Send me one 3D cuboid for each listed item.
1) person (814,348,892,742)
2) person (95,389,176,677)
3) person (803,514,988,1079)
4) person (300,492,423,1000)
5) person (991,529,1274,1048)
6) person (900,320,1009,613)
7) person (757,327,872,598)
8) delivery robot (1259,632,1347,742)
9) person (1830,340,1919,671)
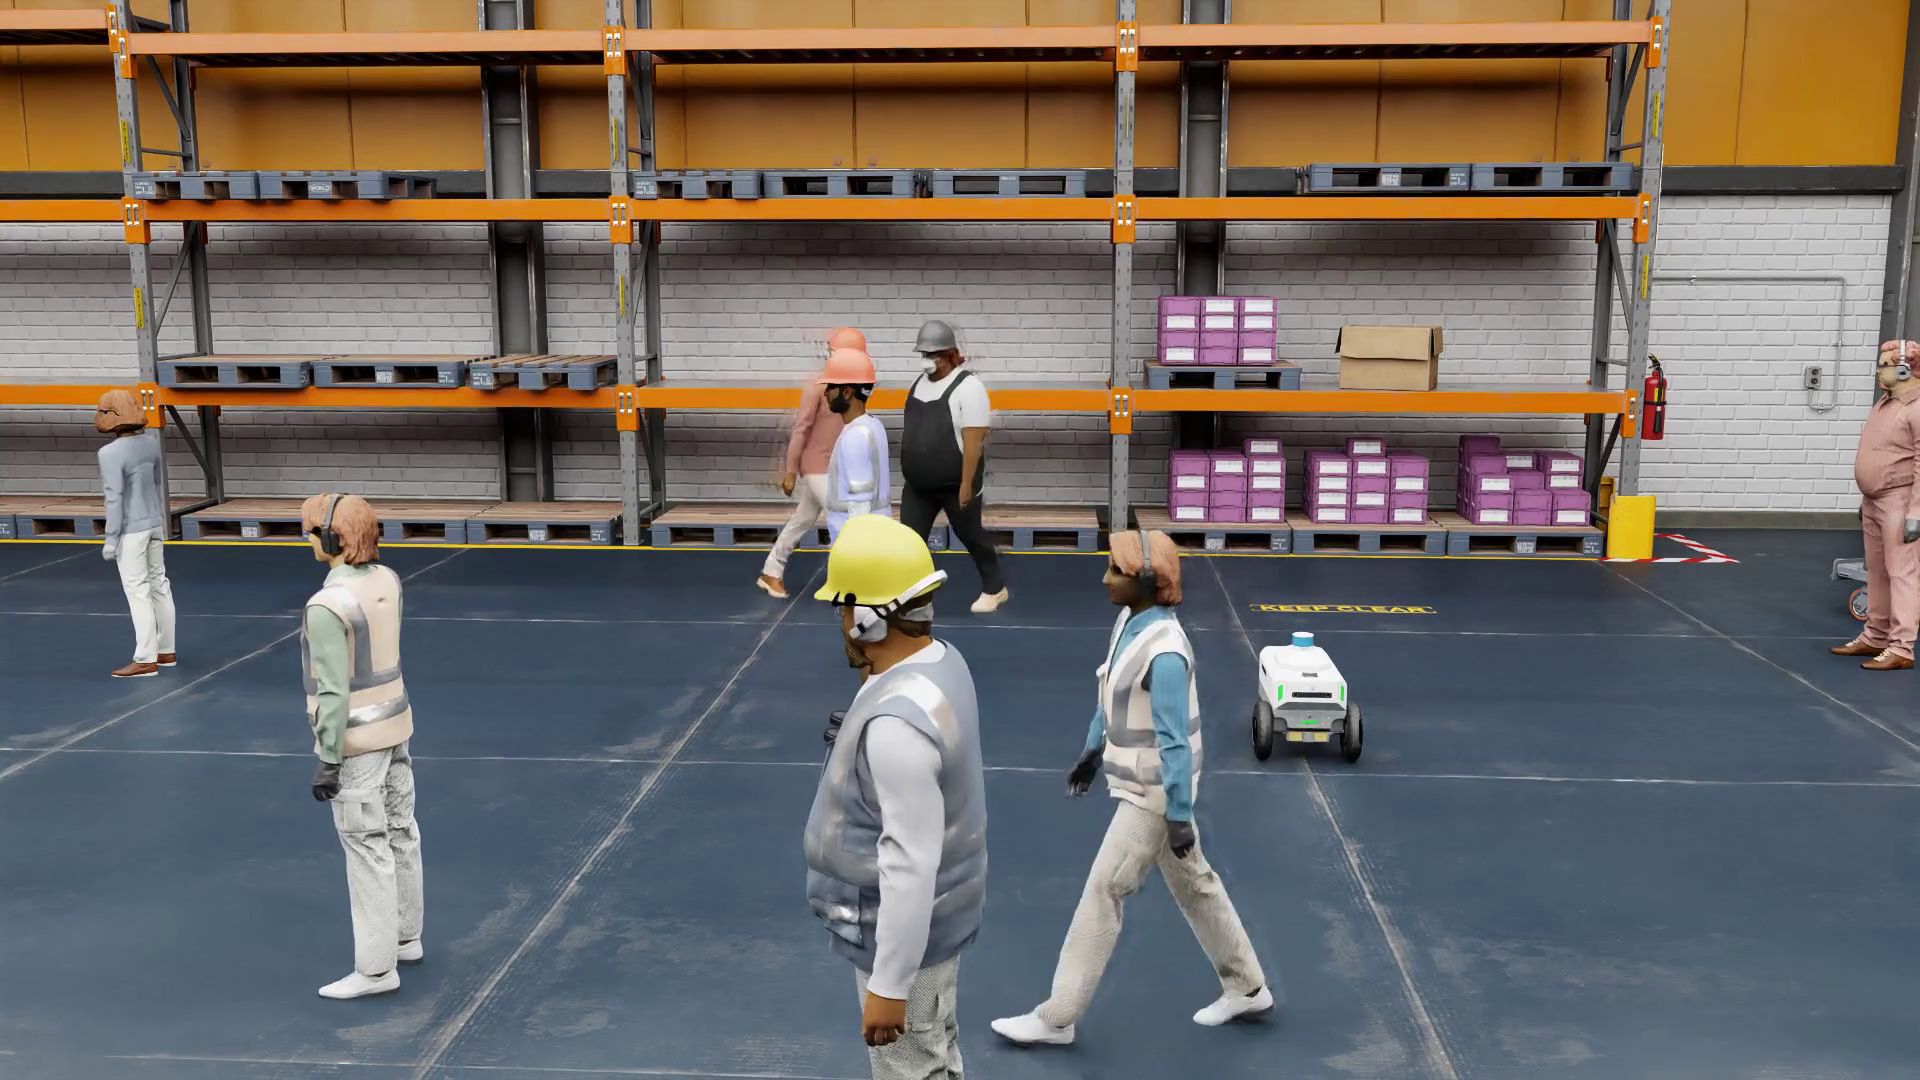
[{"bbox_3d":[-0.519,0.032,8.154,0.372,1.938,0.544,1,10,6],"label":"person"},{"bbox_3d":[-4.697,-0.038,9.449,0.285,1.634,0.499,1,10,6],"label":"person"},{"bbox_3d":[-0.143,0.847,3.705,0.404,1.827,0.589,1,10,6],"label":"person"},{"bbox_3d":[-1.930,0.657,5.360,0.314,1.642,0.514,1,10,6],"label":"person"},{"bbox_3d":[0.569,0.747,4.985,0.882,1.593,0.525,0,10,-1],"label":"person"},{"bbox_3d":[-0.072,-0.484,10.872,0.676,2.000,1.038,8,13,40],"label":"person"},{"bbox_3d":[-0.961,-0.508,11.448,1.105,1.909,0.621,4,10,20],"label":"person"},{"bbox_3d":[1.656,0.690,8.068,0.477,0.478,0.707,1,10,4],"label":"delivery robot"},{"bbox_3d":[5.376,-0.199,9.614,0.401,1.904,0.640,1,10,6],"label":"person"}]
